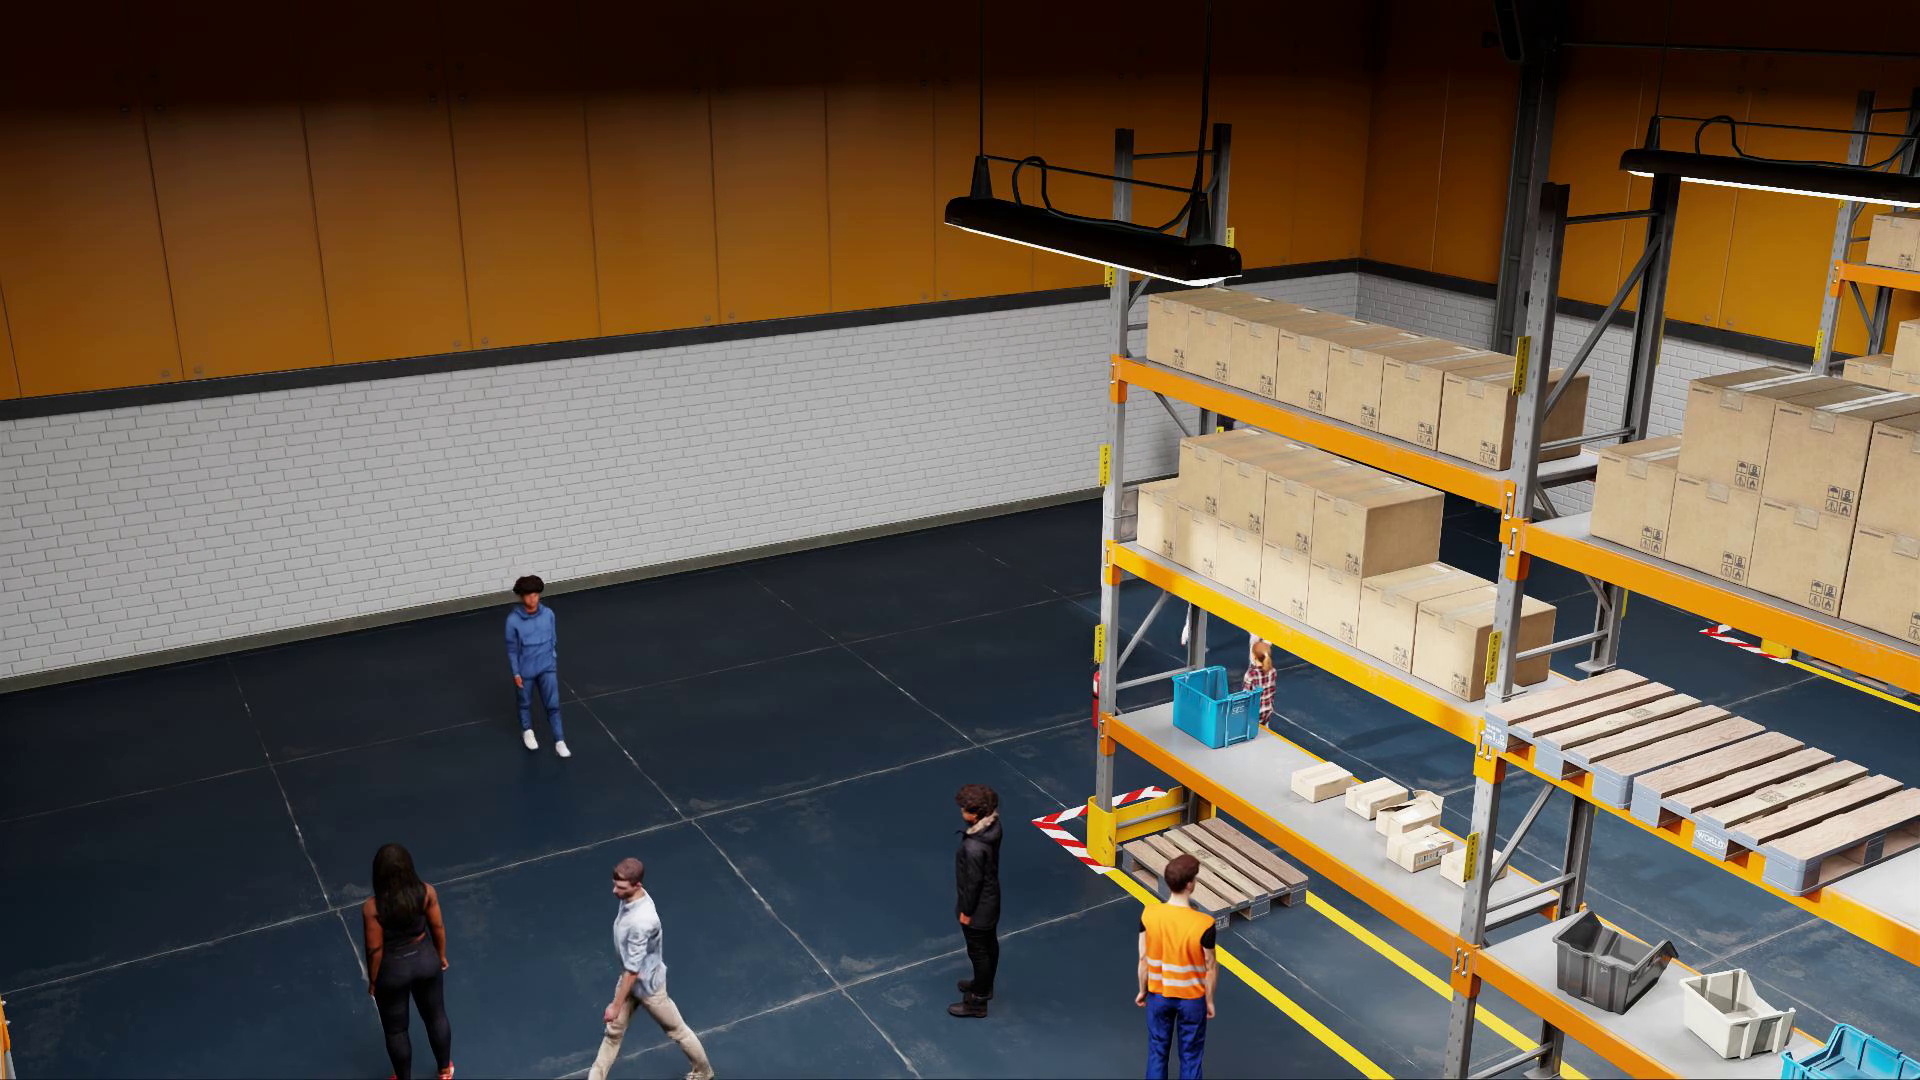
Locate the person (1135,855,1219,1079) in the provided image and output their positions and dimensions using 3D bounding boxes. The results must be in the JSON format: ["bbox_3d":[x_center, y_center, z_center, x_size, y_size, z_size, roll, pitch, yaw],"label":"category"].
[{"bbox_3d":[1.372,2.883,10.531,0.776,1.881,0.851,6,20,19],"label":"person"}]

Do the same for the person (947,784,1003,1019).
[{"bbox_3d":[0.145,2.528,11.749,0.791,1.776,0.736,6,19,17],"label":"person"}]

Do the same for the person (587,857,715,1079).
[{"bbox_3d":[-1.931,2.866,10.726,0.803,1.787,1.221,-8,20,-22],"label":"person"}]

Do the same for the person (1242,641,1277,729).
[{"bbox_3d":[2.755,1.556,15.372,0.516,1.305,0.501,-10,21,-27],"label":"person"}]

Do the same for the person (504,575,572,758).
[{"bbox_3d":[-4.079,1.168,15.780,0.672,1.781,1.022,-10,21,-27],"label":"person"}]

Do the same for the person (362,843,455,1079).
[{"bbox_3d":[-3.618,2.804,10.866,0.682,1.815,0.615,-12,22,-32],"label":"person"}]
